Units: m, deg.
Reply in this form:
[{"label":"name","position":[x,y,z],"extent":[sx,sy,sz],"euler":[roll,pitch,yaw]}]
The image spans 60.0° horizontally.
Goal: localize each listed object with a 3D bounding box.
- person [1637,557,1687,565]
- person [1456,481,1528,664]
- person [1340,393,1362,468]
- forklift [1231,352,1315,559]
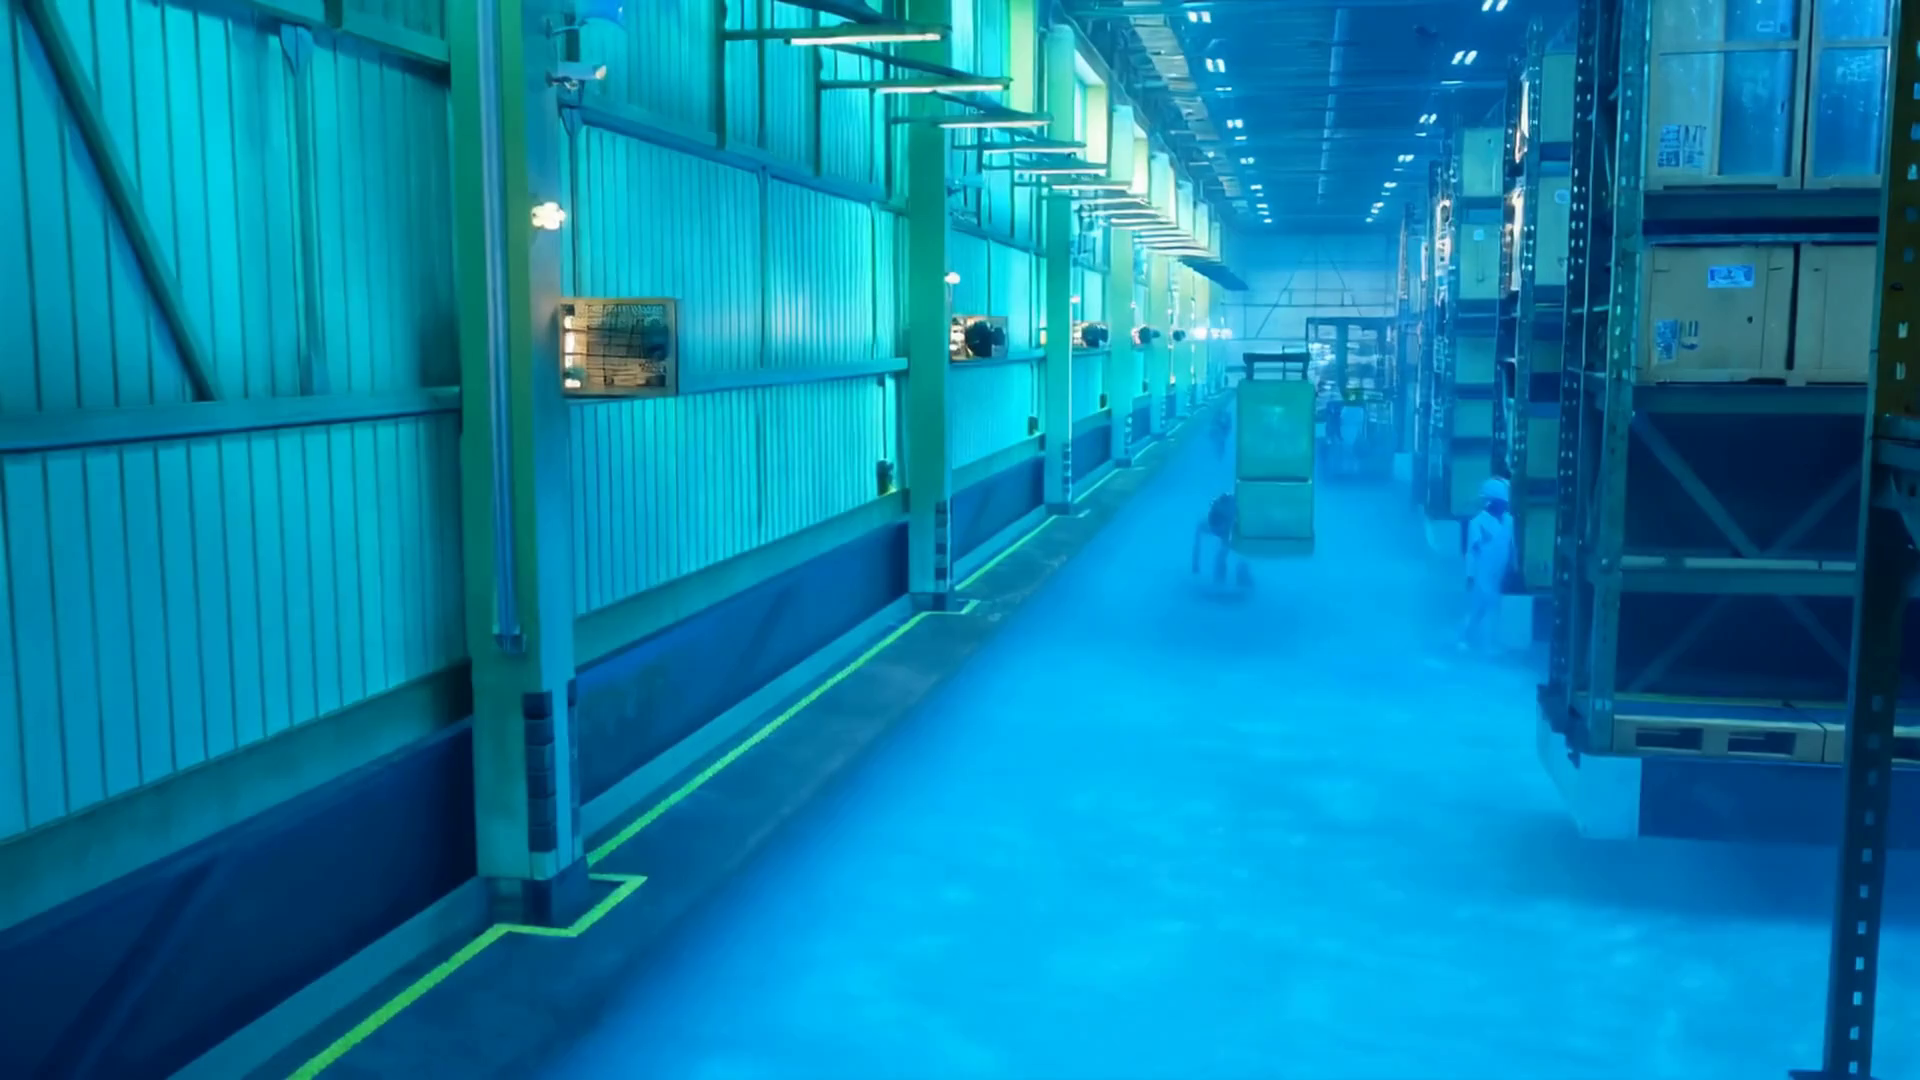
[{"label":"person","position":[6.192,0.402,14.493],"extent":[0.925,1.783,0.590],"euler":[7,10,43]},{"label":"person","position":[5.058,0.279,15.806],"extent":[0.557,1.710,0.896],"euler":[-5,9,-37]},{"label":"person","position":[8.930,-2.506,38.036],"extent":[0.484,1.719,0.413],"euler":[2,7,13]},{"label":"forklift","position":[4.398,-1.223,23.181],"extent":[1.129,2.768,1.873],"euler":[1,7,12]}]
